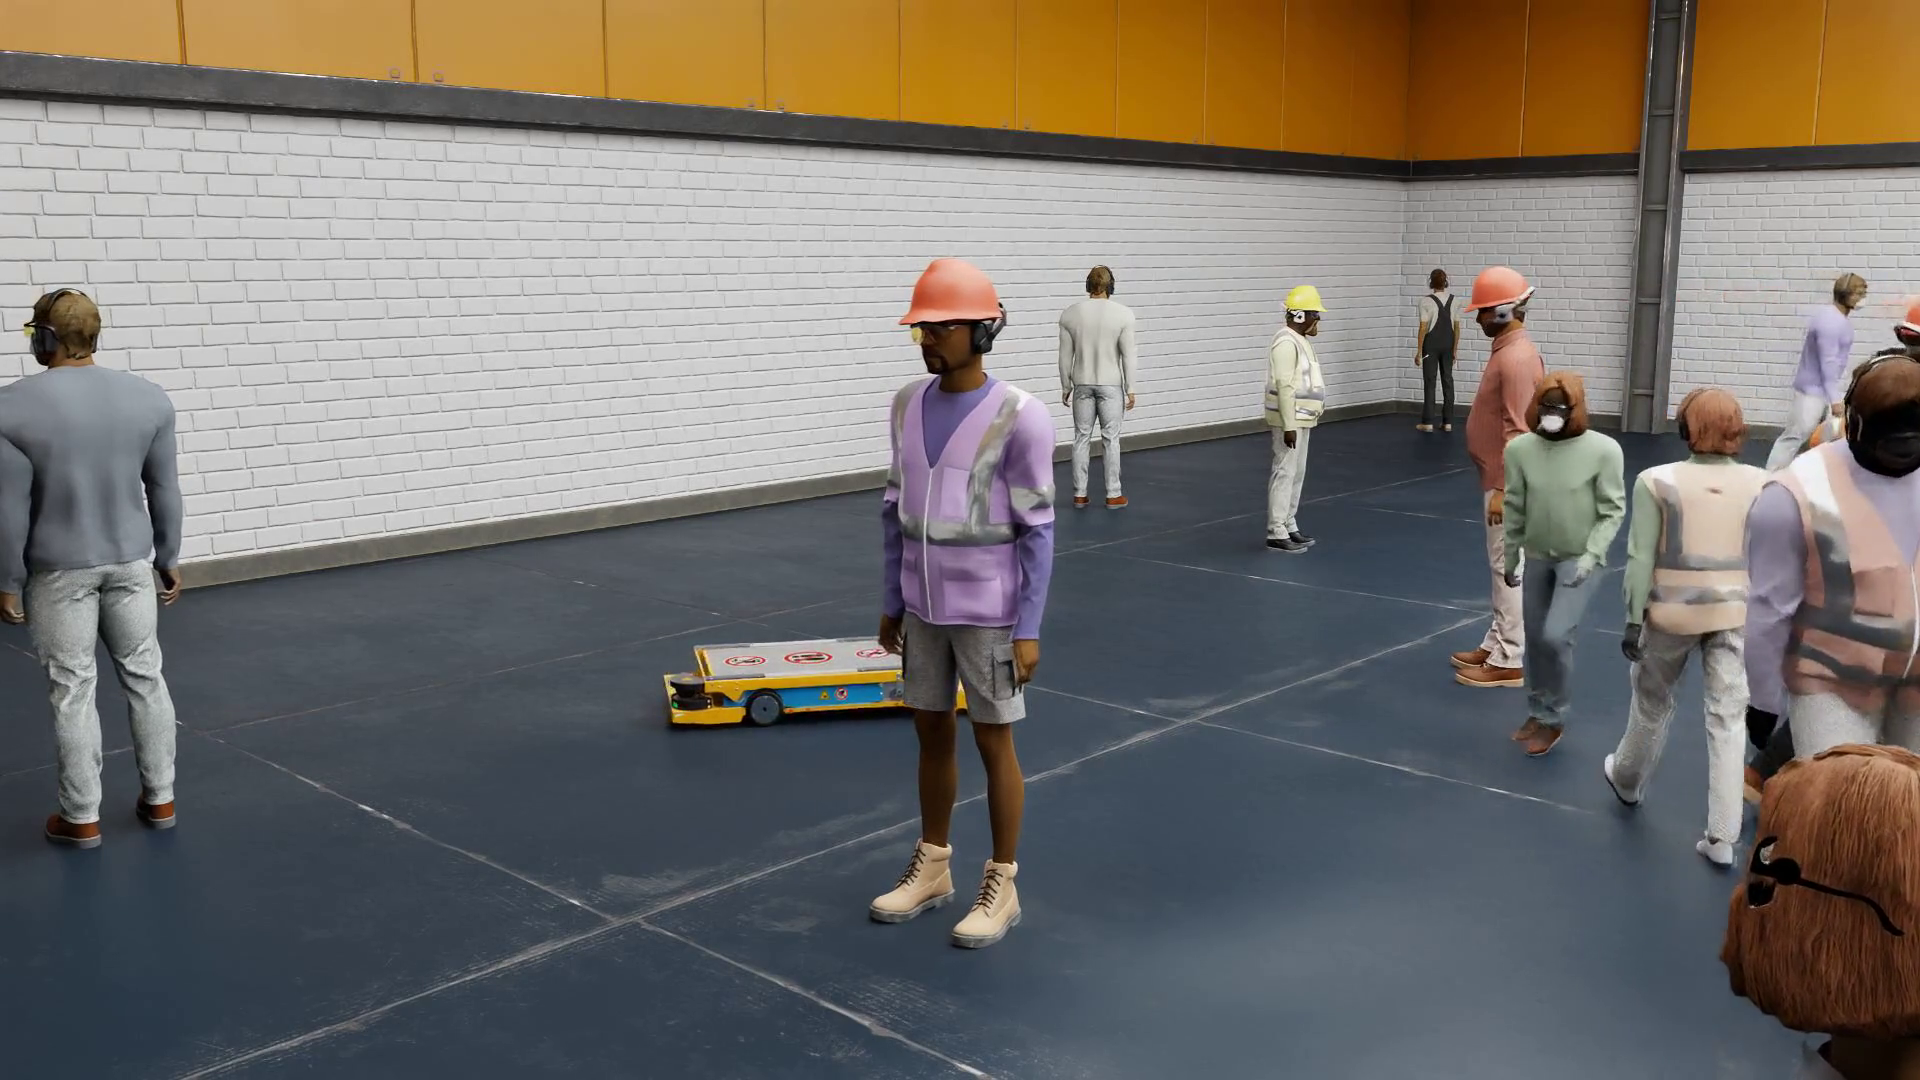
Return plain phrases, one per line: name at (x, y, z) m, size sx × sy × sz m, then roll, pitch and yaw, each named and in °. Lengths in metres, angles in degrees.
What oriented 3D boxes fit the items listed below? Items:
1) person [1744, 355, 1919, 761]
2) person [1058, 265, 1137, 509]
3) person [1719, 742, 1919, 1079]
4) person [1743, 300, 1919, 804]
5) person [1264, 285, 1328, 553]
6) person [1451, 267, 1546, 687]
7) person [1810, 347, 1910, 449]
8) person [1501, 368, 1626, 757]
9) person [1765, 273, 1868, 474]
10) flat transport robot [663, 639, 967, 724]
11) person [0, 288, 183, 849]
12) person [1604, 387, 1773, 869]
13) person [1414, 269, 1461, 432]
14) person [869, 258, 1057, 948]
person at (2.455, 0.378, 4.595) m, size 0.660 × 1.808 × 0.676 m, roll 0°, pitch 10°, yaw 2°
person at (1.100, -1.211, 13.266) m, size 0.635 × 1.937 × 0.352 m, roll 4°, pitch 11°, yaw 20°
person at (0.831, 0.990, 1.597) m, size 0.279 × 1.634 × 0.497 m, roll 9°, pitch 13°, yaw 40°
person at (3.316, 0.074, 5.965) m, size 1.030 × 1.943 × 0.622 m, roll 1°, pitch 10°, yaw 4°
person at (2.302, -0.829, 11.436) m, size 0.403 × 1.824 × 0.598 m, roll 4°, pitch 11°, yaw 23°
person at (2.562, -0.293, 7.909) m, size 0.399 × 1.984 × 0.609 m, roll 3°, pitch 10°, yaw 16°
person at (3.664, 0.064, 6.722) m, size 0.539 × 1.679 × 0.518 m, roll 8°, pitch 13°, yaw 40°
person at (2.449, 0.099, 6.792) m, size 0.570 × 1.597 × 0.519 m, roll -9°, pitch 14°, yaw -43°
person at (6.753, -1.119, 12.902) m, size 1.000 × 1.875 × 0.642 m, roll 8°, pitch 13°, yaw 39°
flat transport robot at (-0.610, 0.621, 7.580) m, size 1.431 × 0.197 × 0.652 m, roll -2°, pitch 10°, yaw -13°
person at (-3.031, 0.100, 5.800) m, size 0.359 × 1.939 × 0.635 m, roll 9°, pitch 14°, yaw 42°
person at (2.556, 0.270, 5.806) m, size 0.542 × 1.594 × 0.856 m, roll 1°, pitch 10°, yaw 7°
person at (5.401, -2.141, 18.837) m, size 0.507 × 1.842 × 0.351 m, roll -2°, pitch 10°, yaw -9°
person at (-0.009, 0.194, 4.968) m, size 0.605 × 2.045 × 0.386 m, roll 8°, pitch 13°, yaw 39°
